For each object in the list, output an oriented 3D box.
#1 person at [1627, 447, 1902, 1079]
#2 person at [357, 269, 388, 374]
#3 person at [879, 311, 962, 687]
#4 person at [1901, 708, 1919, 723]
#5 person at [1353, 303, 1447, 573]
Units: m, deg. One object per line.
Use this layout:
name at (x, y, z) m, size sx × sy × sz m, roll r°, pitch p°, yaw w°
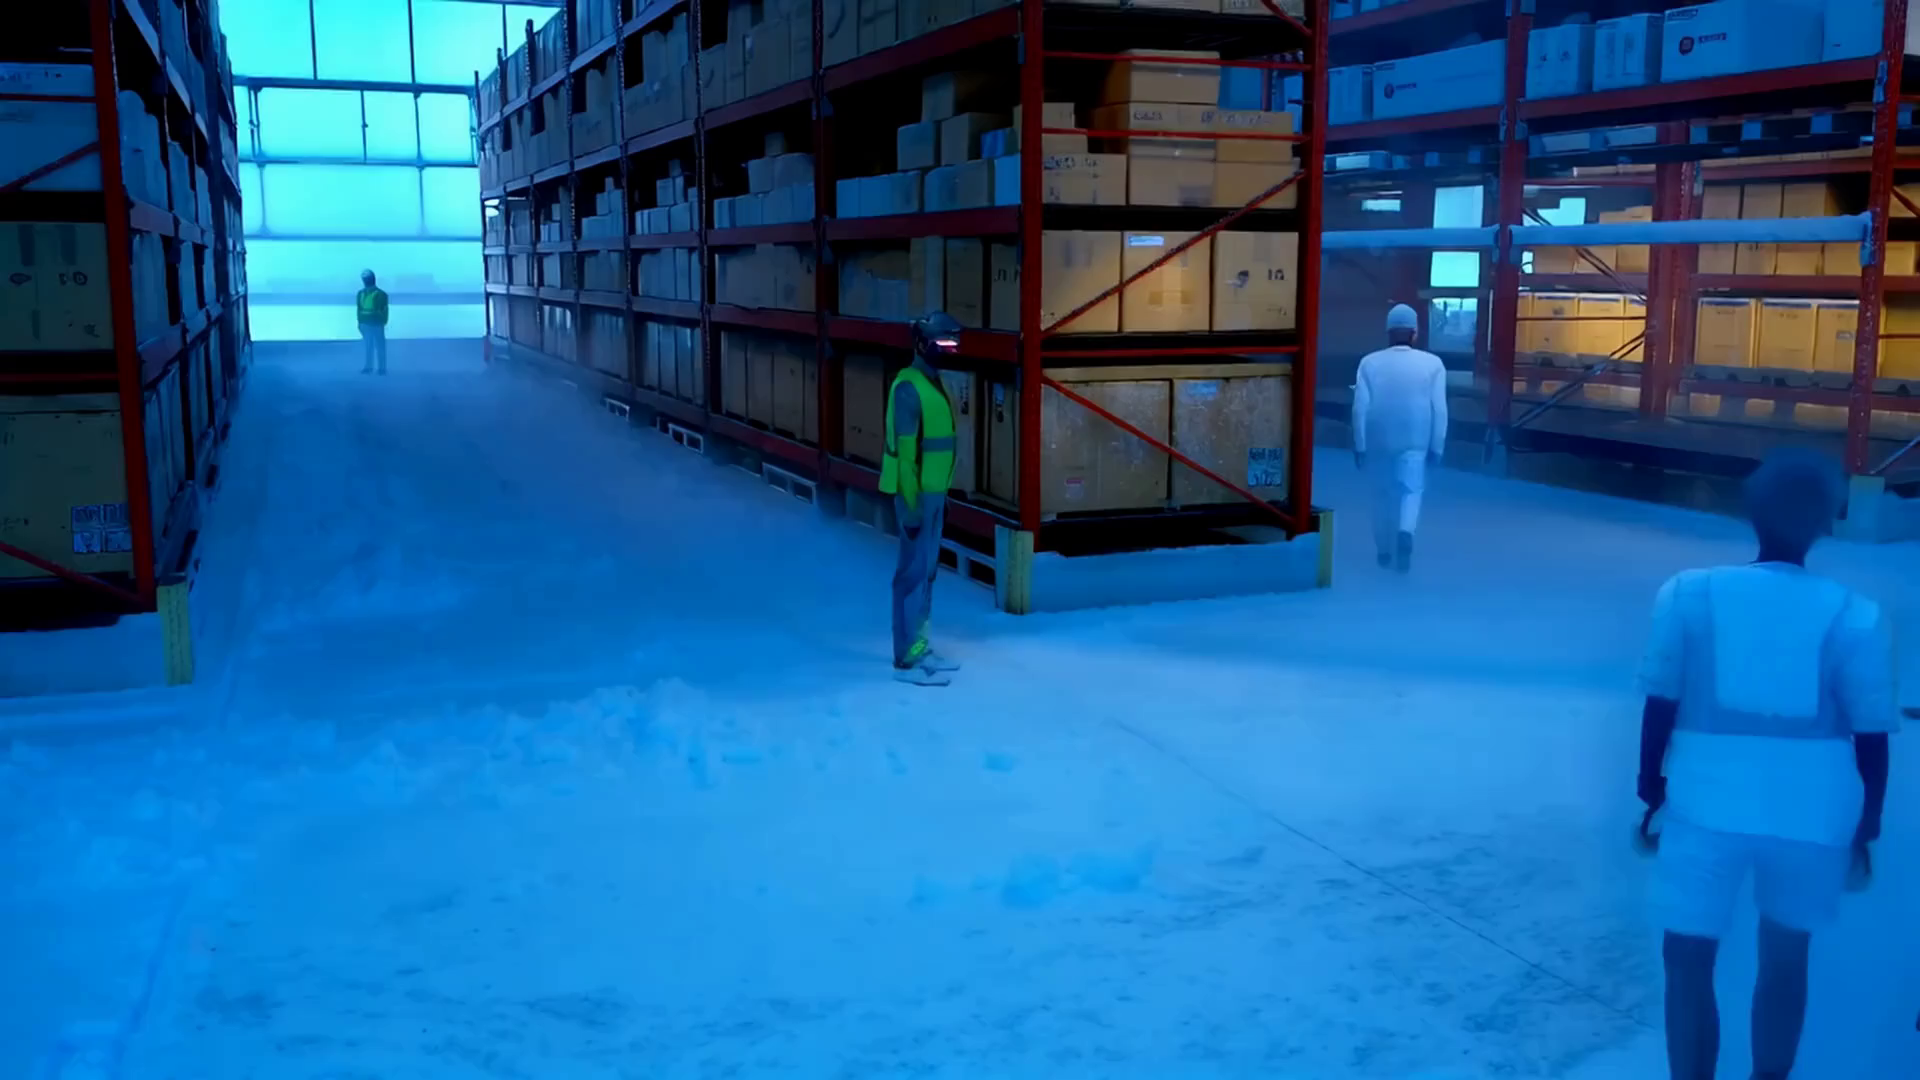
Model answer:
person at (1.796, 0.634, 3.717) m, size 0.549 × 1.658 × 0.636 m, roll 3°, pitch 10°, yaw 18°
person at (-10.924, -4.049, 30.904) m, size 0.605 × 1.948 × 0.405 m, roll 2°, pitch 10°, yaw 13°
person at (-0.188, -0.212, 8.252) m, size 0.404 × 1.836 × 0.564 m, roll 2°, pitch 10°, yaw 13°
person at (4.543, -0.096, 7.388) m, size 0.642 × 1.900 × 0.401 m, roll -4°, pitch 10°, yaw -21°
person at (2.920, -0.668, 11.071) m, size 0.603 × 1.809 × 0.758 m, roll 2°, pitch 10°, yaw 14°
